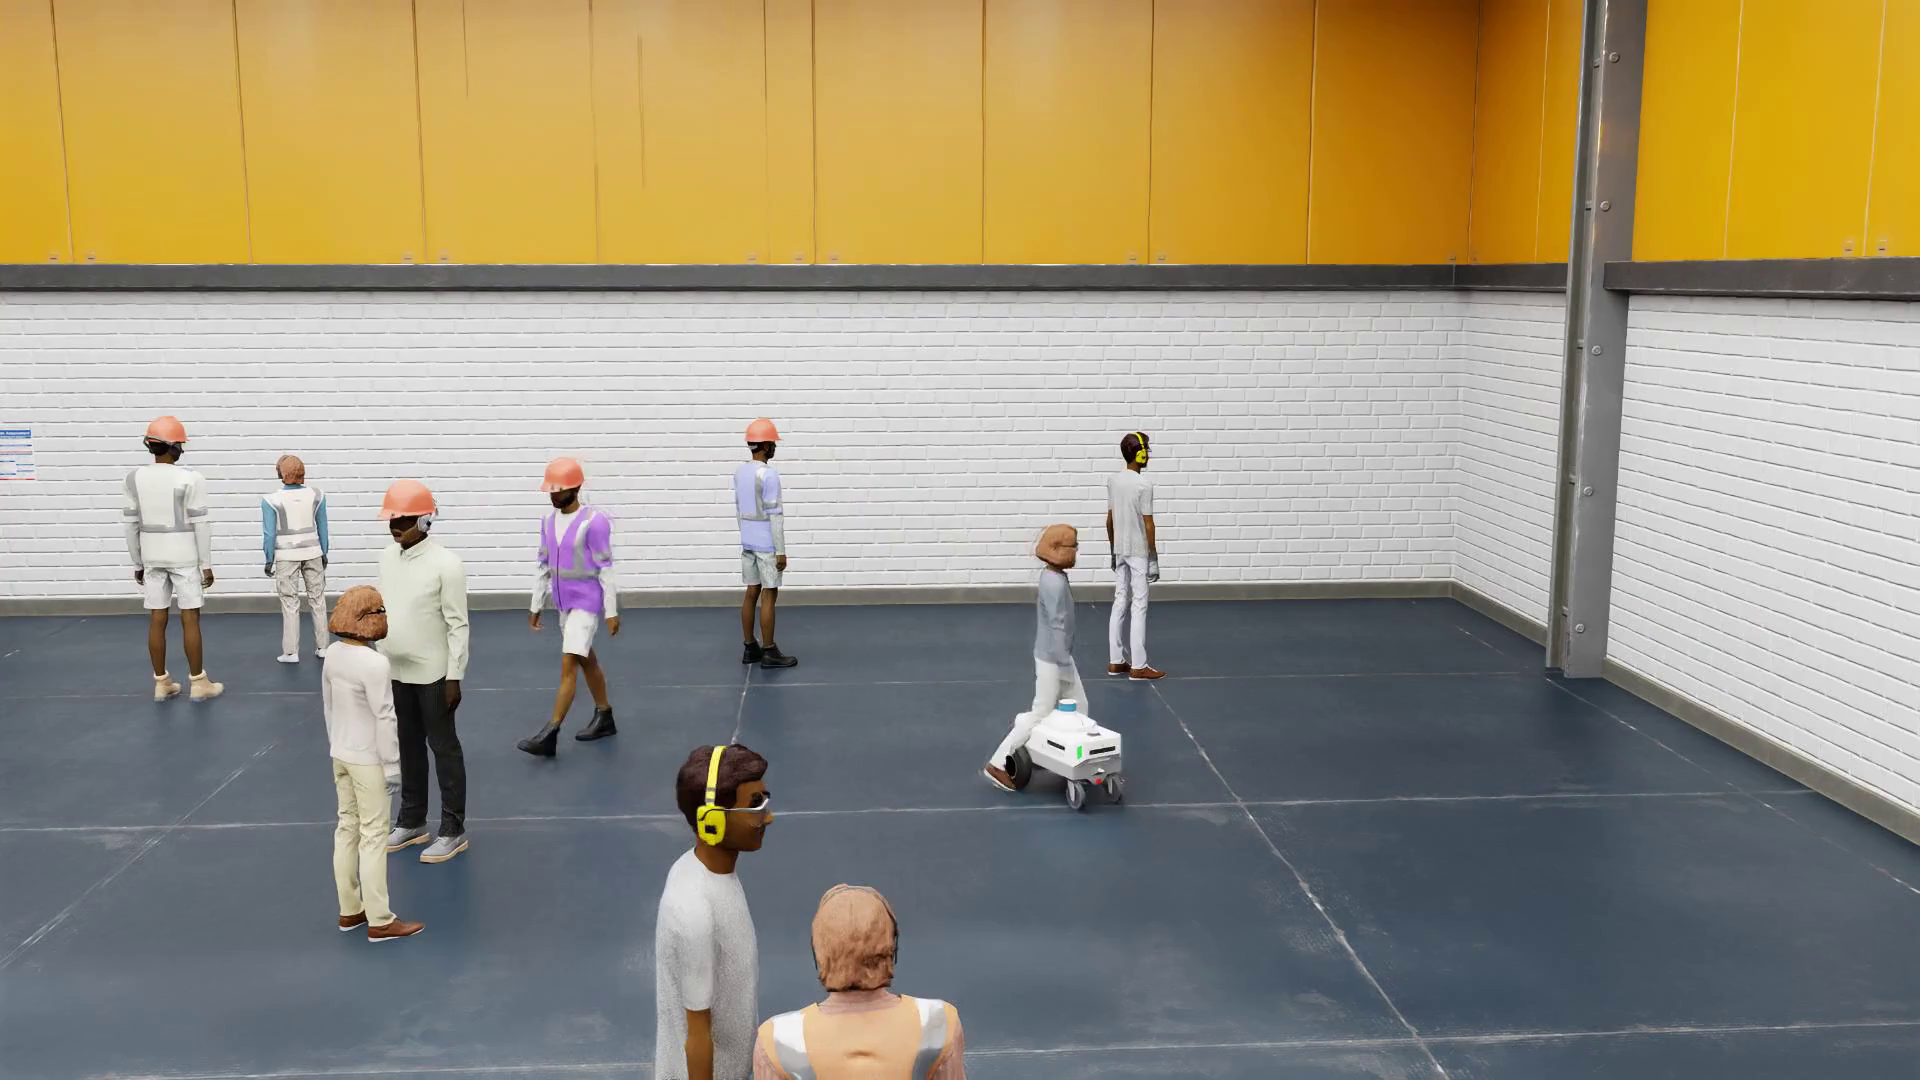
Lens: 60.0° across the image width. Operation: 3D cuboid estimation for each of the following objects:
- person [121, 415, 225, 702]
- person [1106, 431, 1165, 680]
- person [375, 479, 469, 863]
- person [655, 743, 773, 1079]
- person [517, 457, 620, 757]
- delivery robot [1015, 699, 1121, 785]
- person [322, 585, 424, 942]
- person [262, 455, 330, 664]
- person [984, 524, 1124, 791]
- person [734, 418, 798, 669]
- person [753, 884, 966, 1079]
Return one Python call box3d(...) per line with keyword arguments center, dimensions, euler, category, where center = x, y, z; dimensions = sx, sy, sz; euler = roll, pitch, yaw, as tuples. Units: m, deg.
box3d(center=(-5.607, 0.136, 11.850), dimensions=(0.609, 2.044, 0.396), euler=(1, 9, 5), category="person")
box3d(center=(1.314, 0.123, 12.512), dimensions=(0.328, 1.862, 0.512), euler=(-7, 11, -37), category="person")
box3d(center=(-2.812, 0.672, 8.639), dimensions=(0.611, 1.995, 0.381), euler=(5, 10, 30), category="person")
box3d(center=(-0.620, 1.430, 4.282), dimensions=(0.316, 1.868, 0.534), euler=(-1, 9, -5), category="person")
box3d(center=(-2.537, 0.420, 10.549), dimensions=(0.584, 1.883, 0.957), euler=(7, 11, 37), category="person")
box3d(center=(0.628, 1.173, 9.707), dimensions=(0.477, 0.478, 0.707), euler=(-5, 10, -31), category="delivery robot")
box3d(center=(-2.724, 1.013, 7.626), dimensions=(0.501, 1.633, 0.285), euler=(8, 12, 41), category="person")
box3d(center=(-5.184, 0.153, 13.015), dimensions=(0.511, 1.641, 0.308), euler=(-8, 12, -43), category="person")
box3d(center=(0.539, 0.689, 9.772), dimensions=(0.809, 1.600, 0.512), euler=(1, 9, 5), category="person")
box3d(center=(-1.517, 0.026, 12.868), dimensions=(0.350, 1.941, 0.545), euler=(-8, 12, -40), category="person")
box3d(center=(-0.228, 1.605, 3.897), dimensions=(0.514, 1.640, 0.310), euler=(-2, 9, -12), category="person")
